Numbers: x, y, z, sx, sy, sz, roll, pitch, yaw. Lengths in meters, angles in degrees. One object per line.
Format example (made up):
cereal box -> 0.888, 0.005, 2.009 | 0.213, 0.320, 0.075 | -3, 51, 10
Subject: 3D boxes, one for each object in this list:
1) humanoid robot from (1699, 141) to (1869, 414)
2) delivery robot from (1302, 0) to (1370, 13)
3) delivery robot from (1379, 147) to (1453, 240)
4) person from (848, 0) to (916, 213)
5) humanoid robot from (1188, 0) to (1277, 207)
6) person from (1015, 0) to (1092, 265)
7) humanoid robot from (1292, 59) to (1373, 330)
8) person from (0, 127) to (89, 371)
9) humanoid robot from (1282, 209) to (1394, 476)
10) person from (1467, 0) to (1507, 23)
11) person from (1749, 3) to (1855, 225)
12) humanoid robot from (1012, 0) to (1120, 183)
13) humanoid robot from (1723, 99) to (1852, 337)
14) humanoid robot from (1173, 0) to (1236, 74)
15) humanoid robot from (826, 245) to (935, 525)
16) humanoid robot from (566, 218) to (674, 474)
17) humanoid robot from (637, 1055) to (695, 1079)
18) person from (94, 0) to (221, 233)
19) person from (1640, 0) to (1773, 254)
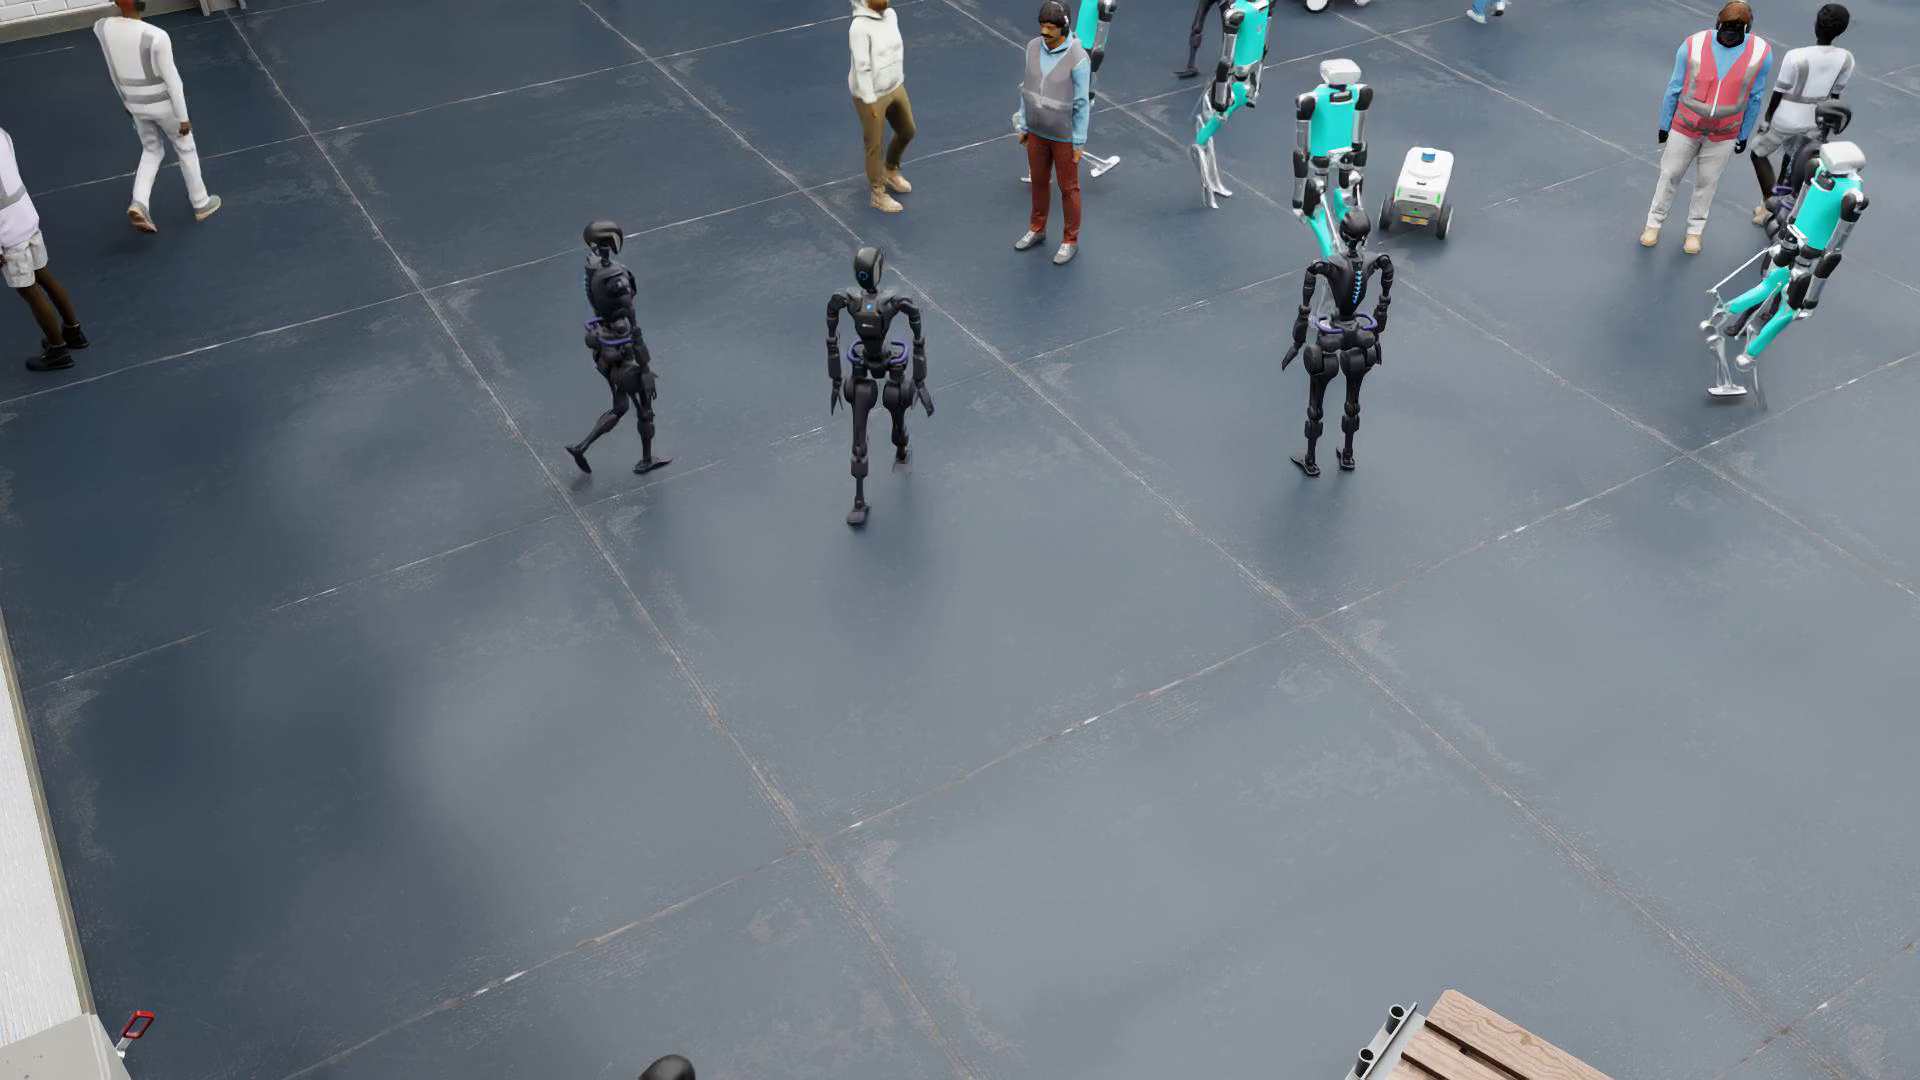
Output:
humanoid robot -> 4.870, -1.529, 10.077 | 0.717, 1.830, 0.552 | -4, 39, -5
delivery robot -> 3.544, -5.382, 15.827 | 0.738, 0.563, 0.499 | -8, 39, -10
delivery robot -> 3.430, -2.599, 12.349 | 0.499, 0.605, 0.781 | 13, 40, 15
person -> -0.589, -3.286, 12.240 | 0.444, 1.756, 0.543 | 31, 48, 33
humanoid robot -> 1.906, -3.348, 12.355 | 0.690, 1.822, 0.550 | 31, 48, 33
person -> 0.668, -2.856, 11.608 | 0.539, 1.871, 0.414 | 26, 45, 29
humanoid robot -> 2.495, -2.156, 10.853 | 0.529, 1.788, 0.798 | -14, 40, -17
person -> -5.999, -1.966, 10.444 | 0.403, 1.929, 0.537 | -3, 39, -4
humanoid robot -> 2.175, -1.133, 9.576 | 0.599, 1.657, 0.315 | -6, 39, -8
person -> 4.917, -5.602, 15.188 | 0.529, 1.712, 0.404 | -6, 39, -7
person -> 6.022, -3.015, 11.955 | 0.543, 1.680, 0.399 | -4, 39, -5
humanoid robot -> 0.749, -3.439, 12.449 | 1.003, 1.712, 0.538 | -8, 39, -10
humanoid robot -> 5.429, -2.061, 10.763 | 0.542, 1.640, 0.605 | 2, 38, 2
humanoid robot -> 2.189, -4.737, 14.156 | 0.666, 1.631, 0.592 | -23, 44, -26
humanoid robot -> -0.437, -0.913, 9.356 | 0.604, 1.634, 0.793 | 5, 39, 6
humanoid robot -> -2.010, -1.056, 9.497 | 0.577, 1.634, 0.596 | -25, 45, -28
humanoid robot -> -0.854, 2.140, 5.465 | 0.611, 1.636, 0.576 | 16, 41, 19
person -> -5.802, -3.077, 11.891 | 0.584, 1.861, 0.730 | 7, 39, 9
person -> 5.234, -2.893, 11.690 | 0.628, 1.836, 0.431 | 13, 40, 16
